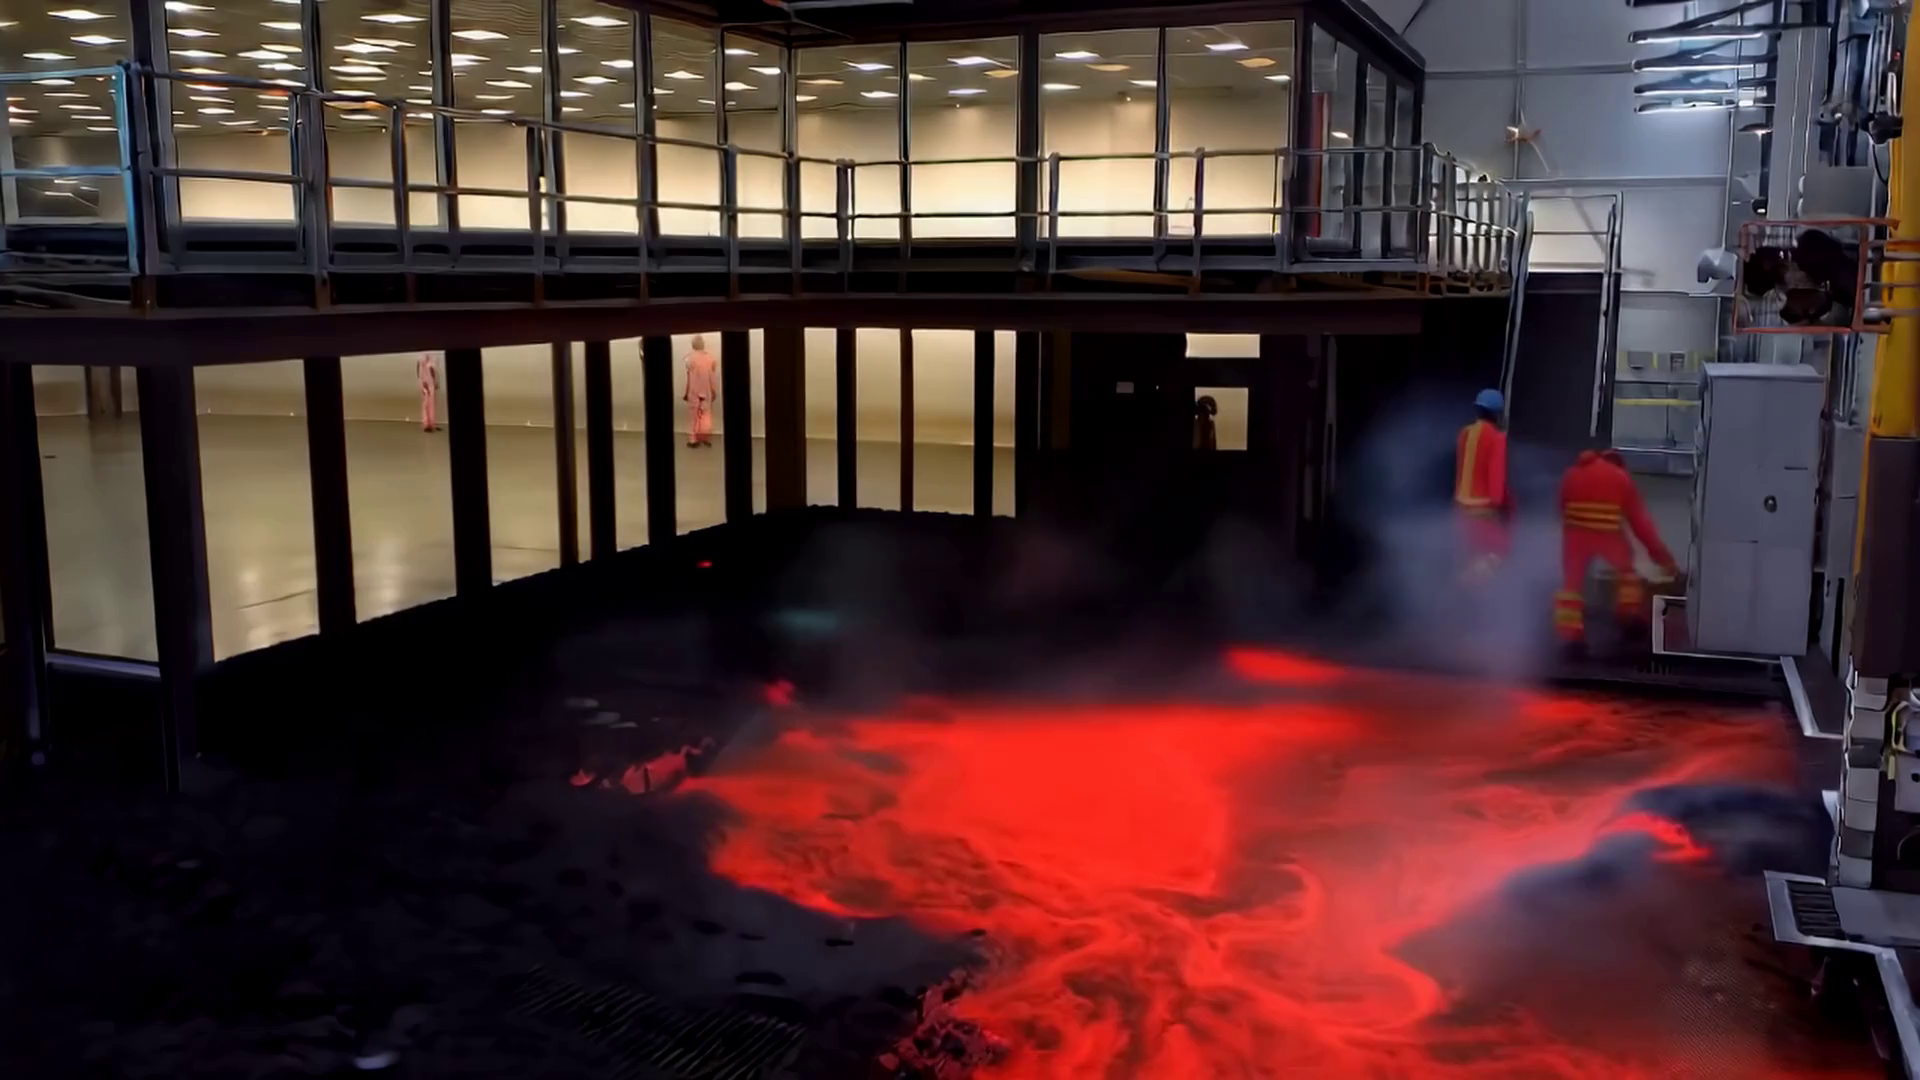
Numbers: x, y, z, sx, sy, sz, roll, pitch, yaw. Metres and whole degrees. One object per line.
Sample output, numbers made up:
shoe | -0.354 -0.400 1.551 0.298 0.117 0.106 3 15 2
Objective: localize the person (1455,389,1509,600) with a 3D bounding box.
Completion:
person | 4.809 -0.406 15.351 0.447 1.969 0.638 -5 10 -26
